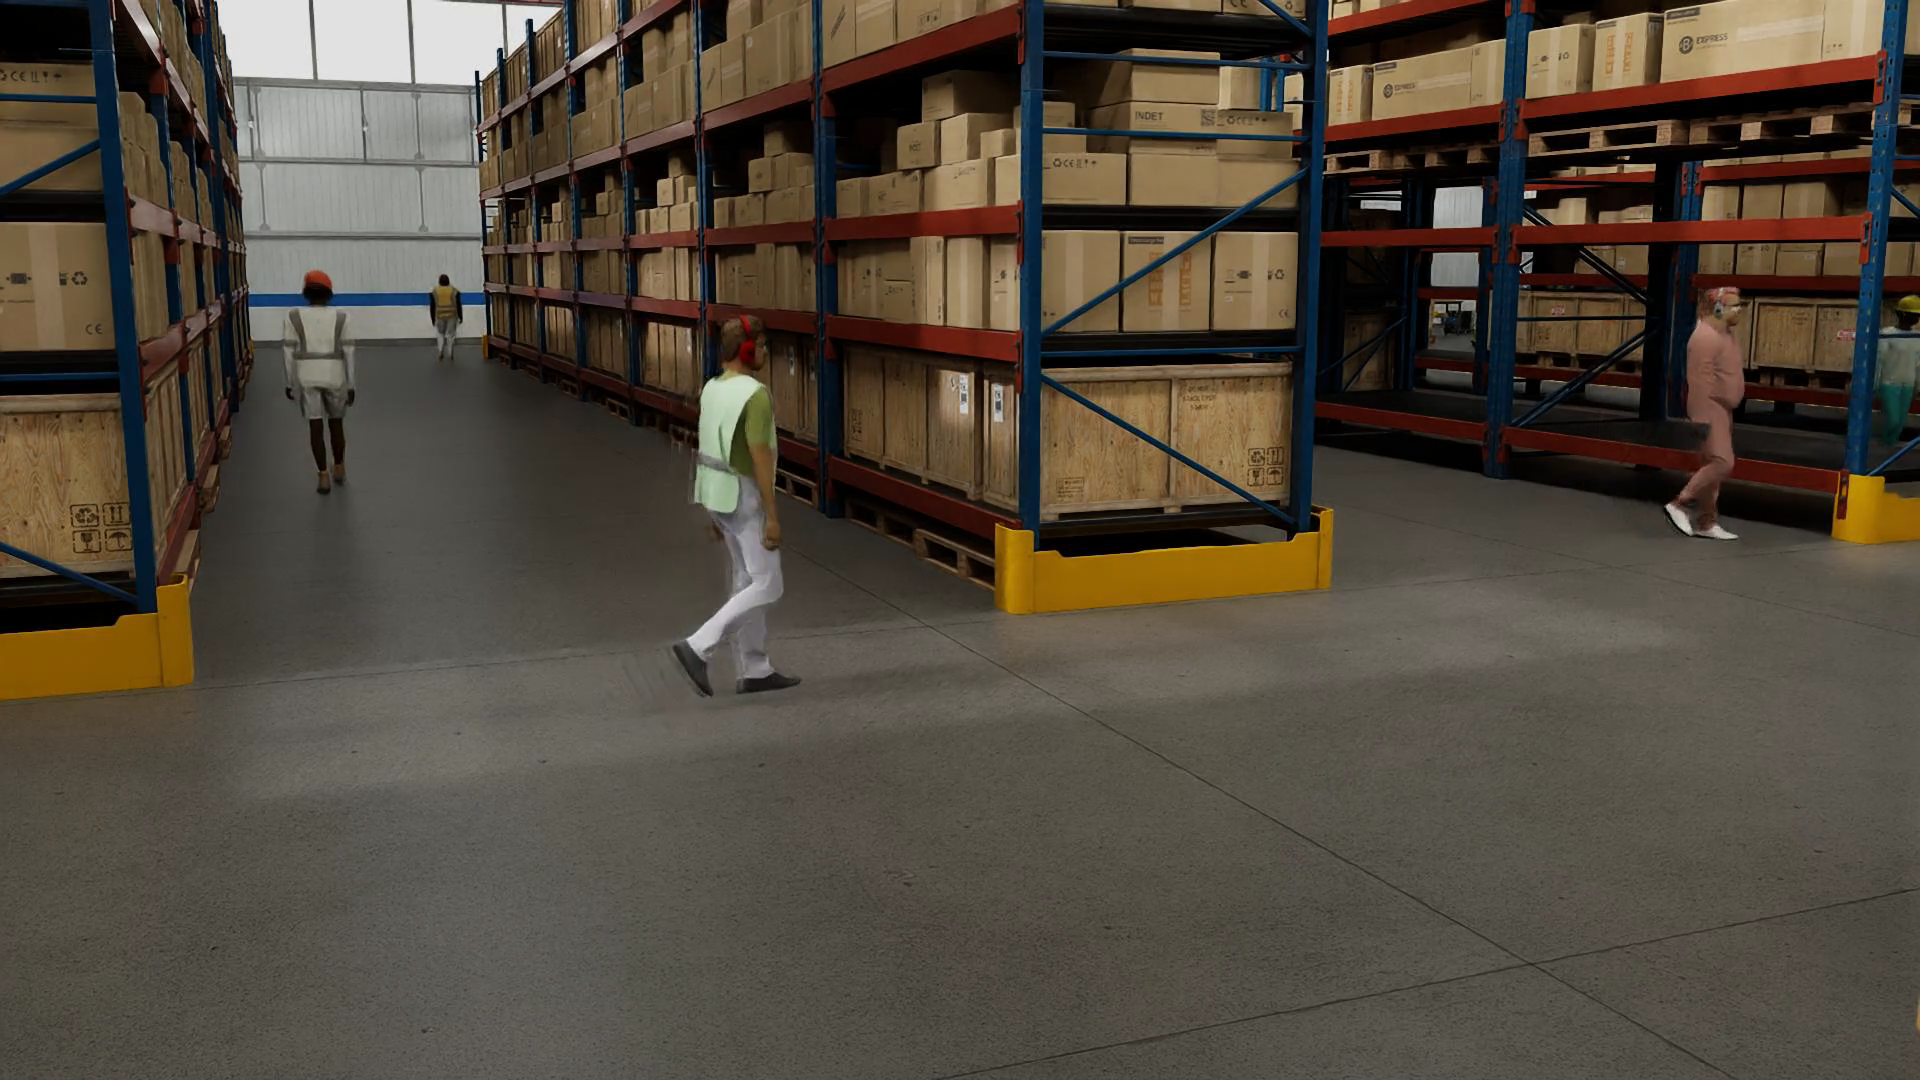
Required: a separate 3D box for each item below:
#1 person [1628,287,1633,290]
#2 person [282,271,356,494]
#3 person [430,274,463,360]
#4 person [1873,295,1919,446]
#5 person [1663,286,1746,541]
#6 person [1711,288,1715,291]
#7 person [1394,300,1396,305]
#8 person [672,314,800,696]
[{"bbox_3d":[15.788,-5.297,39.047,0.437,1.730,0.563,0,9,-1],"label":"person"},{"bbox_3d":[-5.848,-1.452,15.219,0.617,1.984,1.053,-4,10,-24],"label":"person"},{"bbox_3d":[-10.965,-4.766,35.595,0.638,1.813,0.769,-1,10,-9],"label":"person"},{"bbox_3d":[9.073,-1.477,16.044,0.537,1.752,0.430,-2,10,-14],"label":"person"},{"bbox_3d":[5.616,-0.930,12.365,0.427,1.895,0.666,7,12,35],"label":"person"},{"bbox_3d":[16.770,-4.975,36.750,0.395,1.847,0.564,-1,10,-8],"label":"person"},{"bbox_3d":[10.894,-5.675,41.376,0.863,1.703,0.486,-4,10,-24],"label":"person"},{"bbox_3d":[-1.058,-0.145,7.855,0.605,1.833,0.579,-6,11,-31],"label":"person"}]
